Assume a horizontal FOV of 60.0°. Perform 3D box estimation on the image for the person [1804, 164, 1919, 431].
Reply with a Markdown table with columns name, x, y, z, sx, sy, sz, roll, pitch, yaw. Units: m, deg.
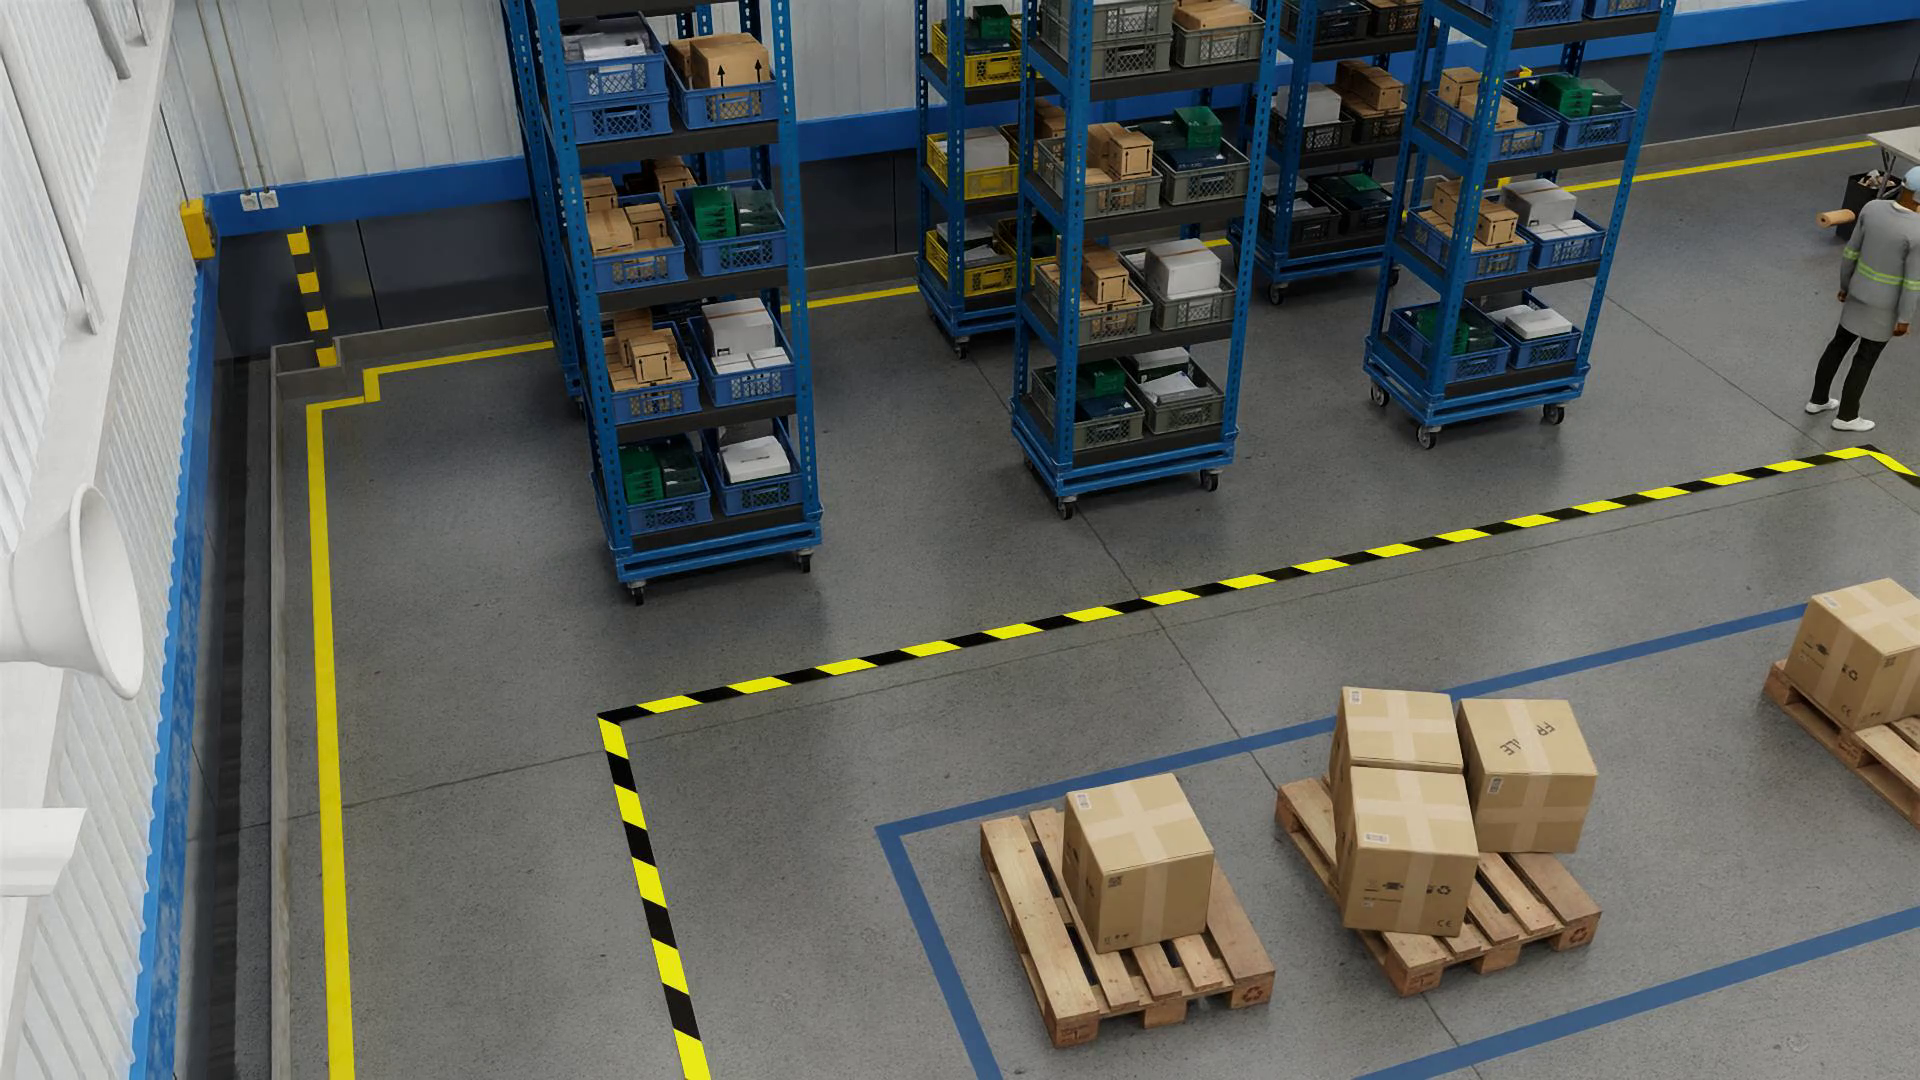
| name | x | y | z | sx | sy | sz | roll | pitch | yaw |
| --- | --- | --- | --- | --- | --- | --- | --- | --- | --- |
| person | 6.050 | -1.595 | 10.944 | 0.396 | 1.850 | 0.597 | -12 | 37 | -16 |
